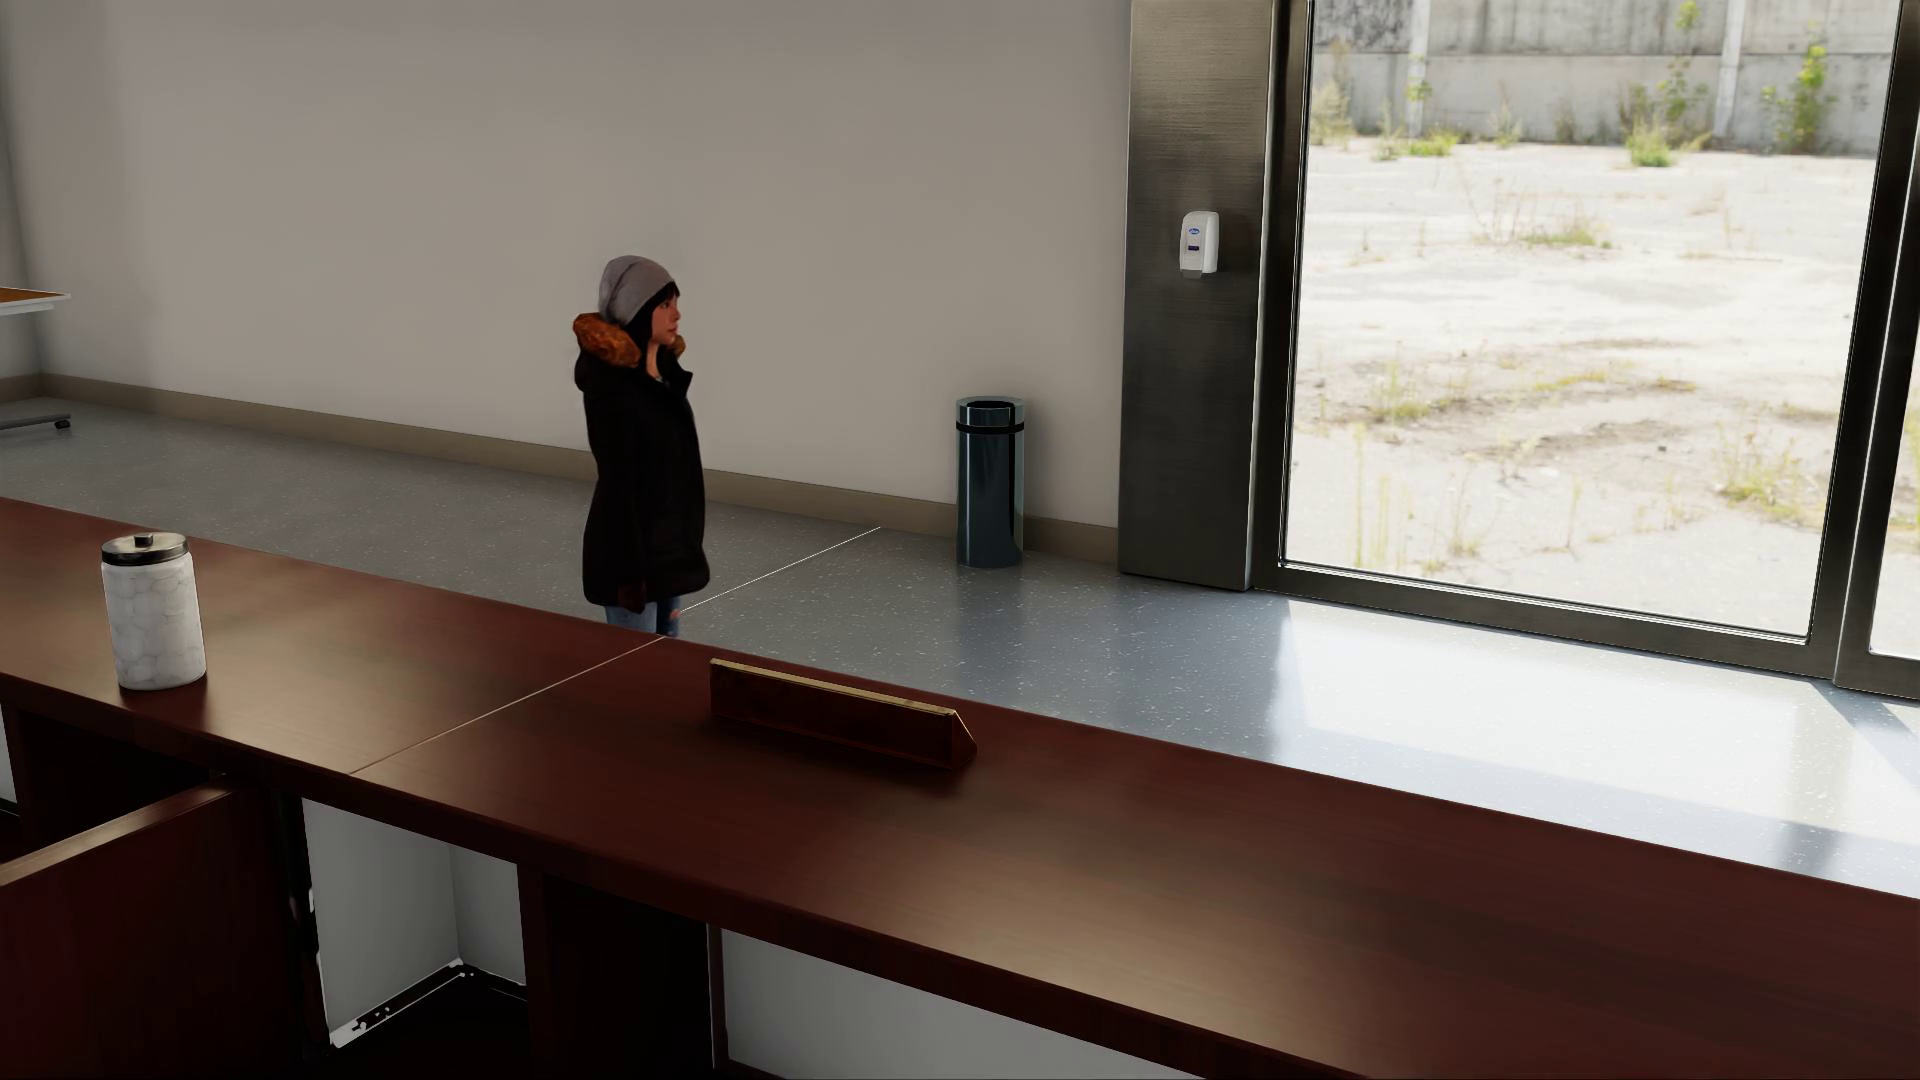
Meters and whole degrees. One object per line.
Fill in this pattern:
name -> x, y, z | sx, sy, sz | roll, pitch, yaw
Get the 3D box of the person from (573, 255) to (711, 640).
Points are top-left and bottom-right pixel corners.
person -> -0.902, 0.010, 4.701 | 0.748, 1.633, 0.630 | 3, 16, 10
